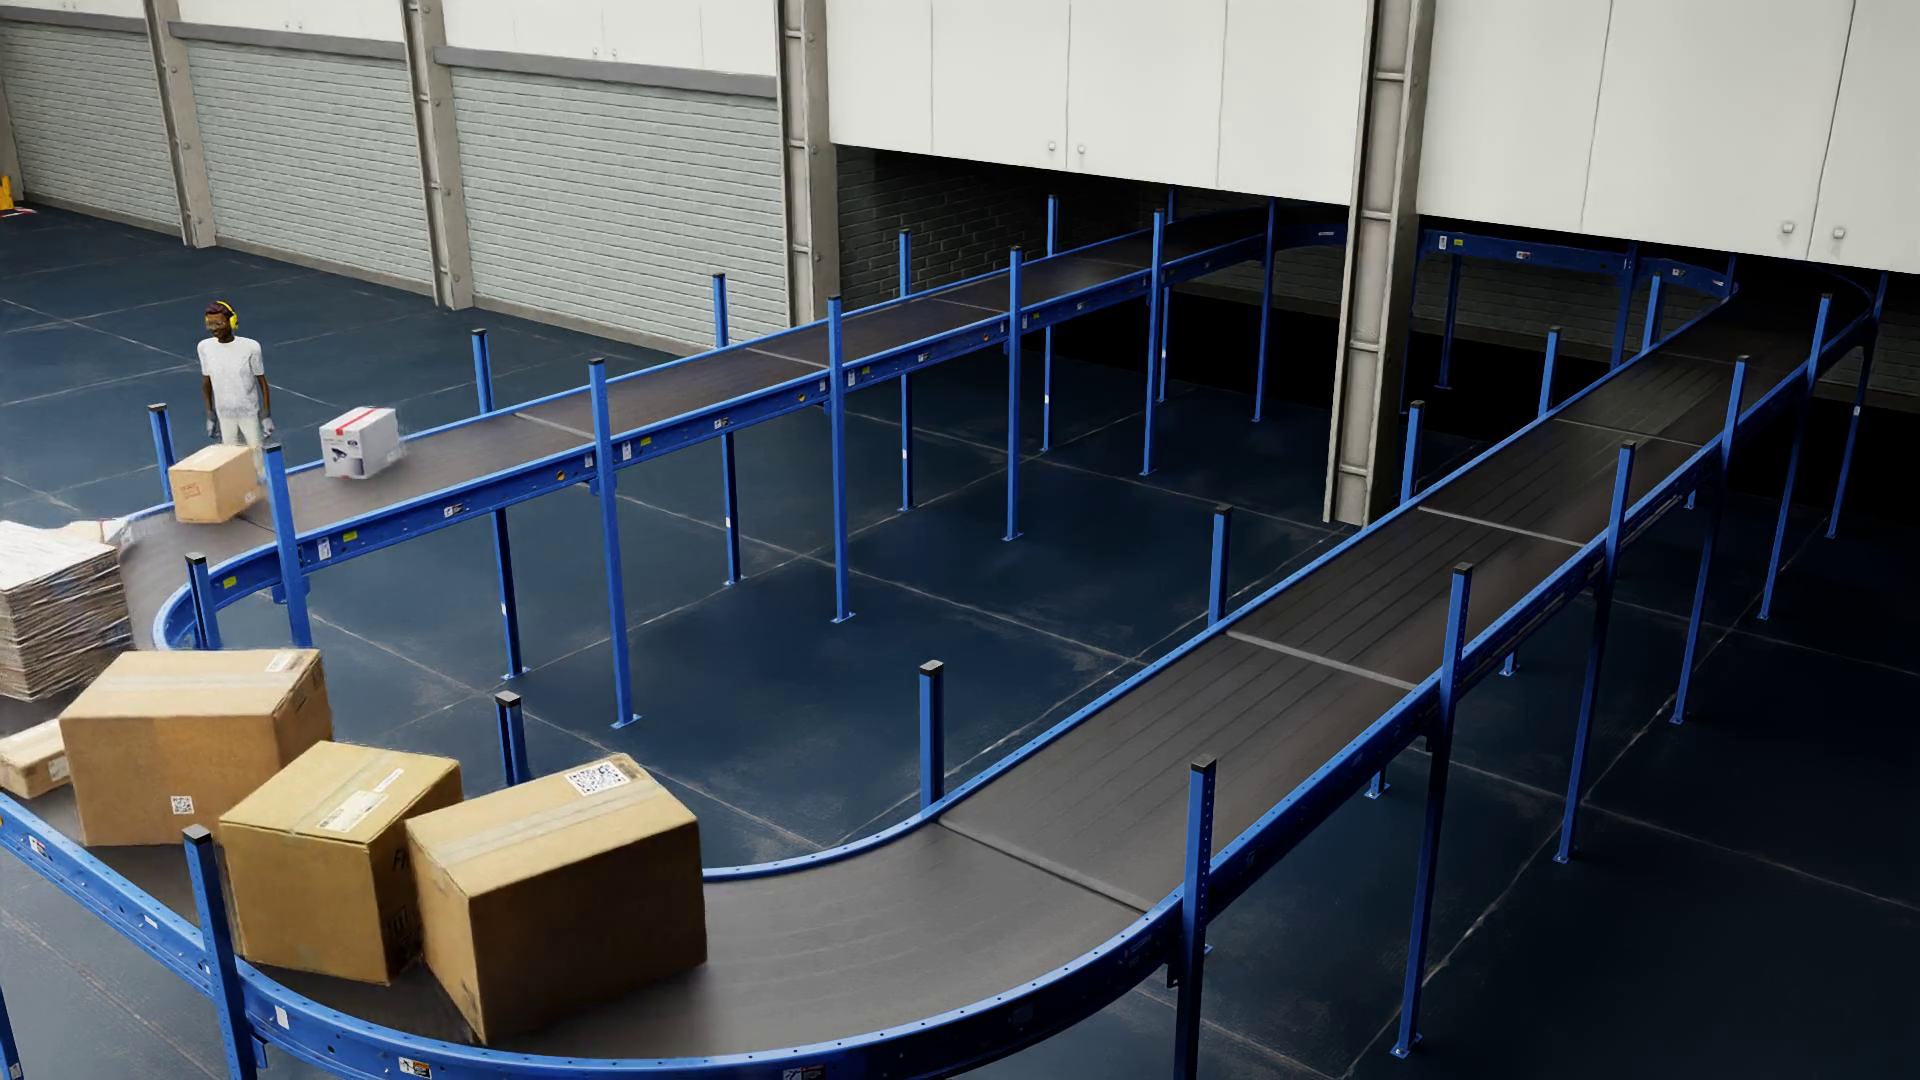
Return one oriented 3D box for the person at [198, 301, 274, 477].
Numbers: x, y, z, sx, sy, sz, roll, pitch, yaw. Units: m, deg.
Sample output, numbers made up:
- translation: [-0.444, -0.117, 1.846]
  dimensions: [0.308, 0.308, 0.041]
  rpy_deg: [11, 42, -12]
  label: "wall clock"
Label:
- translation: [-5.686, -0.974, 13.113]
  dimensions: [0.516, 1.871, 0.325]
  rpy_deg: [0, 21, -1]
  label: "person"
